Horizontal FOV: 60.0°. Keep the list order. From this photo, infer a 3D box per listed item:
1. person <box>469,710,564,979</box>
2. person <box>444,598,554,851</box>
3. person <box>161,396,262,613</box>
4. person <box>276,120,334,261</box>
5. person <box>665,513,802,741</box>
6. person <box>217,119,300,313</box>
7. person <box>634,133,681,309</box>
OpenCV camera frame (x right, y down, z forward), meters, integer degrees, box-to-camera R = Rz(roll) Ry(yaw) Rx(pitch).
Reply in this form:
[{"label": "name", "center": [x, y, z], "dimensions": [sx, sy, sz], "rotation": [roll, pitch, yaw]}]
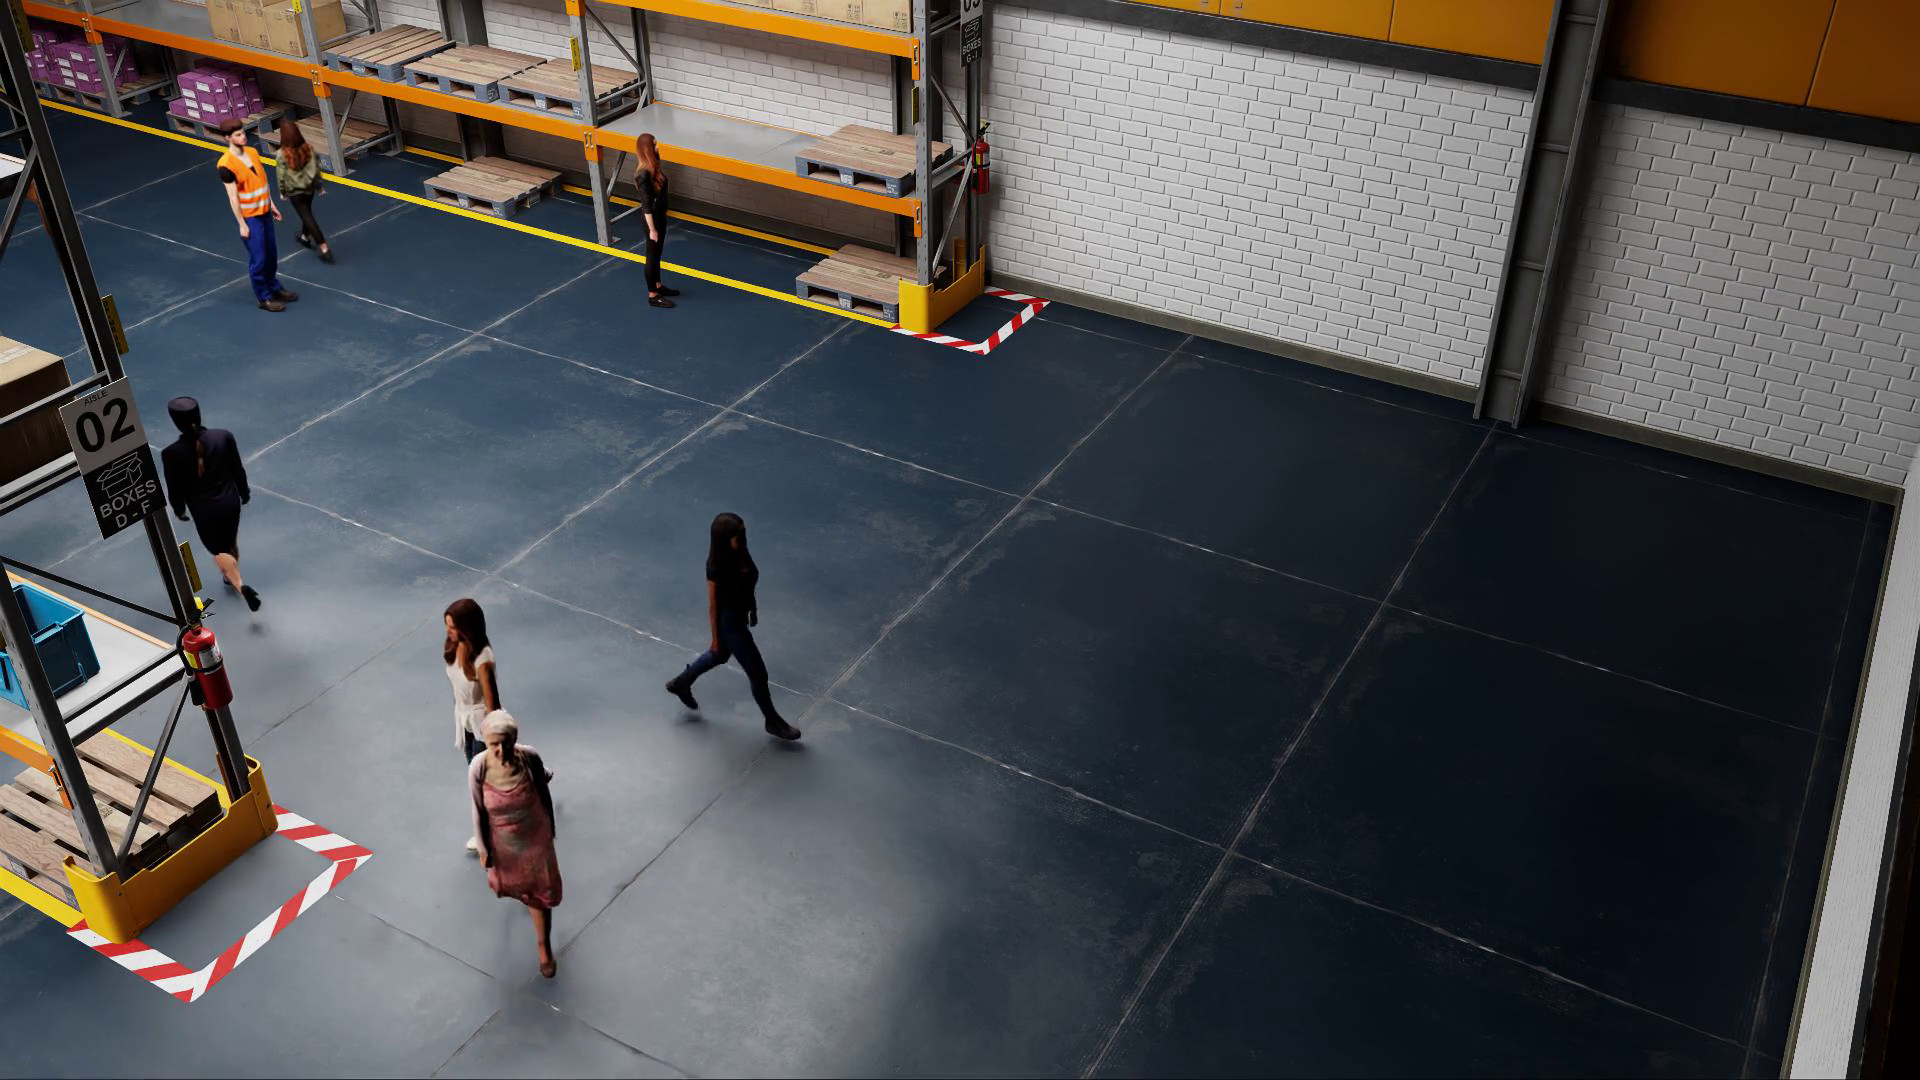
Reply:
[{"label": "person", "center": [-2.470, 1.581, 9.174], "dimensions": [0.986, 1.666, 1.086], "rotation": [-12, 35, -17]}, {"label": "person", "center": [-2.756, 1.053, 9.877], "dimensions": [0.824, 1.767, 0.897], "rotation": [-26, 42, -33]}, {"label": "person", "center": [-5.306, -0.205, 11.876], "dimensions": [0.879, 1.650, 1.088], "rotation": [-28, 42, -35]}, {"label": "person", "center": [-6.748, -3.573, 17.131], "dimensions": [1.015, 1.439, 0.703], "rotation": [25, 41, 33]}, {"label": "person", "center": [-1.544, 0.546, 10.705], "dimensions": [1.237, 1.694, 0.716], "rotation": [11, 35, 15]}, {"label": "person", "center": [-6.869, -3.174, 16.128], "dimensions": [0.746, 1.886, 0.752], "rotation": [7, 34, 11]}, {"label": "person", "center": [-3.001, -3.132, 16.222], "dimensions": [0.672, 1.713, 0.680], "rotation": [2, 34, 3]}]
